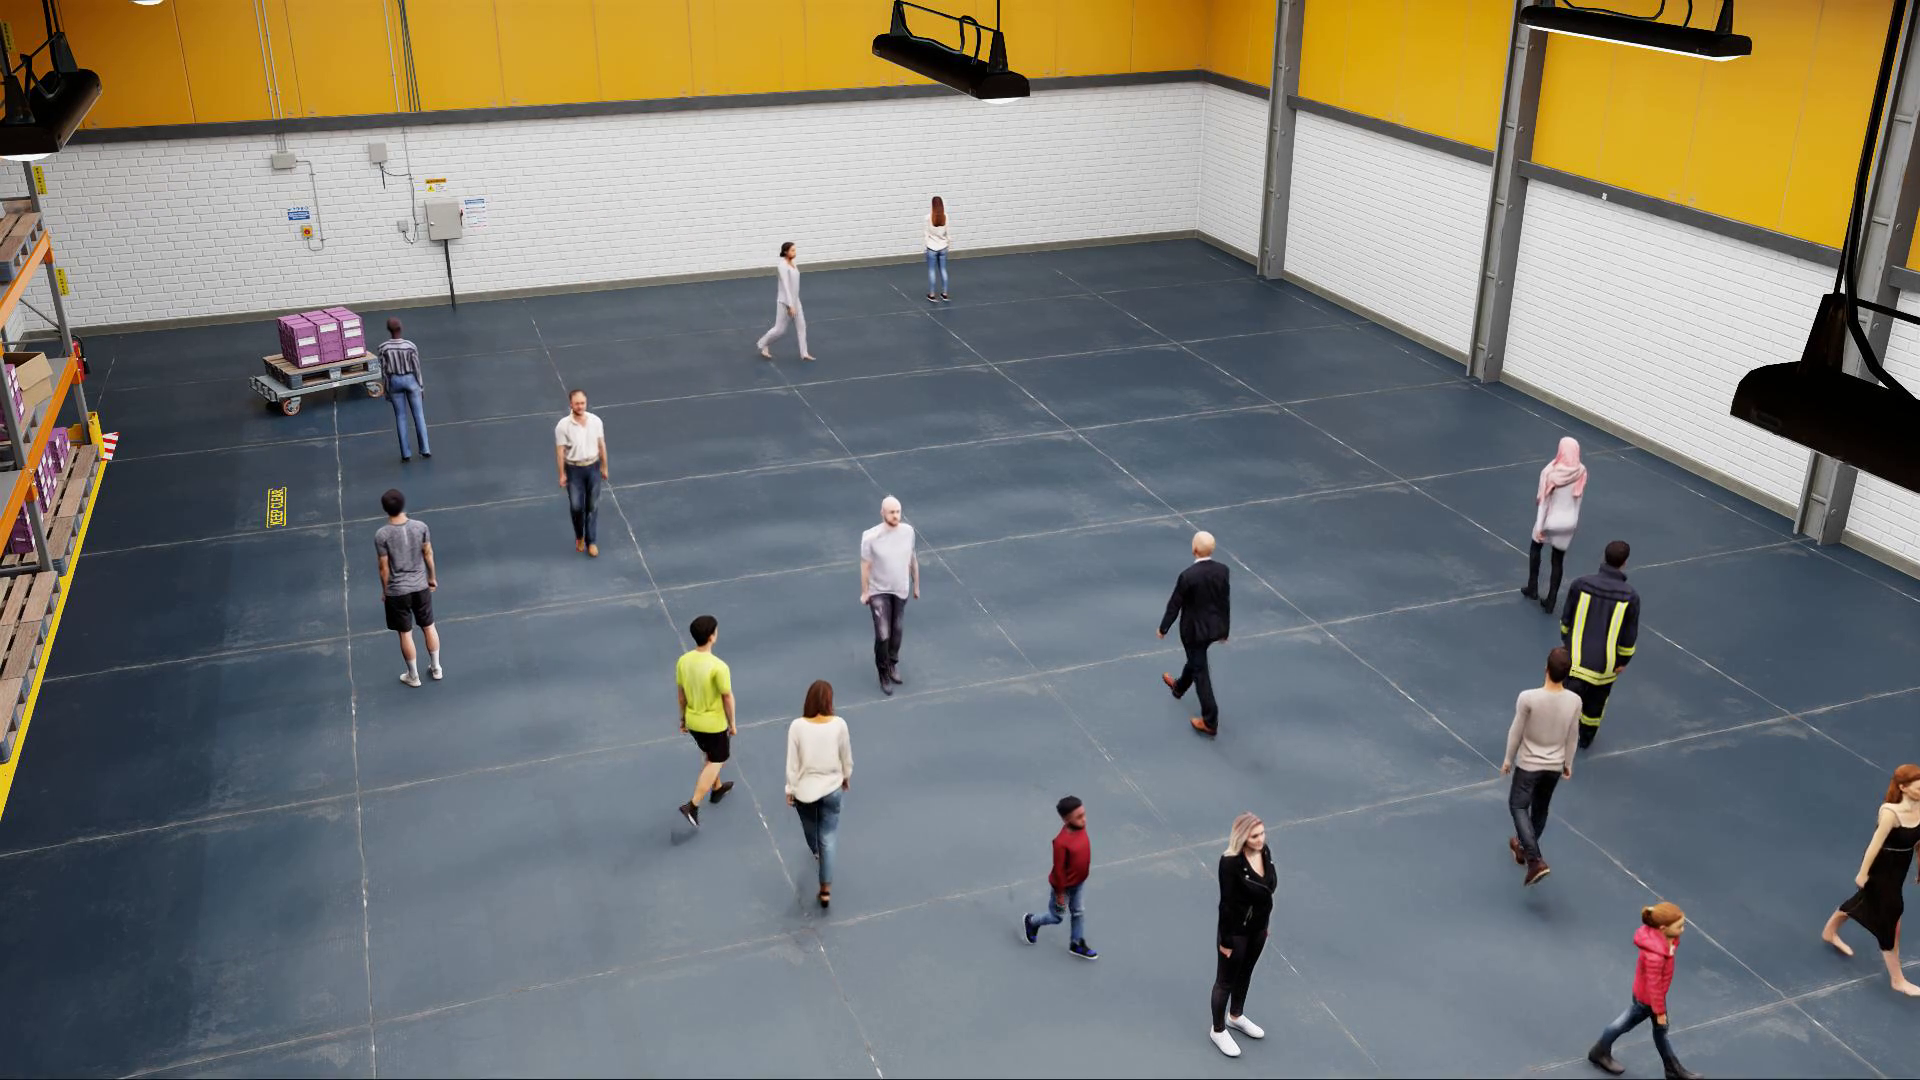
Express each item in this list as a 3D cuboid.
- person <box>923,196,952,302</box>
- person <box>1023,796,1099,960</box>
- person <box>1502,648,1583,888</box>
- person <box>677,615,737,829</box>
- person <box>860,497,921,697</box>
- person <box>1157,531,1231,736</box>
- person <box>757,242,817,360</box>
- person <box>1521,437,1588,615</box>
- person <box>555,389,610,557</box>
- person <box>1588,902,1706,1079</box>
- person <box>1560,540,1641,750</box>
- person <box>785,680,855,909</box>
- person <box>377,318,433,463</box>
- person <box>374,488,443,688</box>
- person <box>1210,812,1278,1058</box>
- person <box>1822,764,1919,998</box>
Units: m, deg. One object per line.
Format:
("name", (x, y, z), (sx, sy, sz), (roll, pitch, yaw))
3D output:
("person", (-0.375, -4.719, 26.915), (0.604, 1.692, 0.542), (-9, 25, -20))
("person", (0.688, 2.307, 11.409), (0.842, 1.239, 0.711), (20, 30, 37))
("person", (4.224, 1.678, 12.079), (0.868, 1.854, 1.111), (0, 24, -1))
("person", (-2.004, 1.419, 12.883), (1.043, 1.685, 1.089), (12, 26, 25))
("person", (-0.673, 0.434, 14.973), (0.726, 1.816, 0.757), (-12, 26, -25))
("person", (2.084, 0.831, 14.145), (0.833, 1.752, 1.201), (-13, 27, -28))
("person", (-2.549, -3.413, 23.911), (1.154, 1.705, 1.147), (9, 25, 19))
("person", (5.872, -0.114, 16.262), (0.766, 1.787, 0.850), (0, 24, 0))
("person", (-4.023, -0.759, 17.661), (0.692, 1.849, 0.679), (-10, 25, -21))
("person", (4.166, 2.788, 10.256), (0.959, 1.282, 0.792), (18, 29, 35))
("person", (5.212, 0.931, 13.725), (1.133, 1.905, 1.180), (13, 27, 27))
("person", (-1.022, 1.856, 11.941), (0.862, 1.640, 1.139), (-3, 24, -7))
("person", (-6.728, -1.816, 20.147), (0.643, 1.794, 0.569), (-5, 24, -12))
("person", (-4.955, 0.424, 14.926), (0.719, 1.873, 0.655), (-18, 29, -35))
("person", (1.771, 2.454, 10.513), (0.677, 1.687, 0.659), (-20, 31, -38))
("person", (6.164, 2.193, 11.240), (0.713, 1.582, 1.078), (-13, 27, -27))
